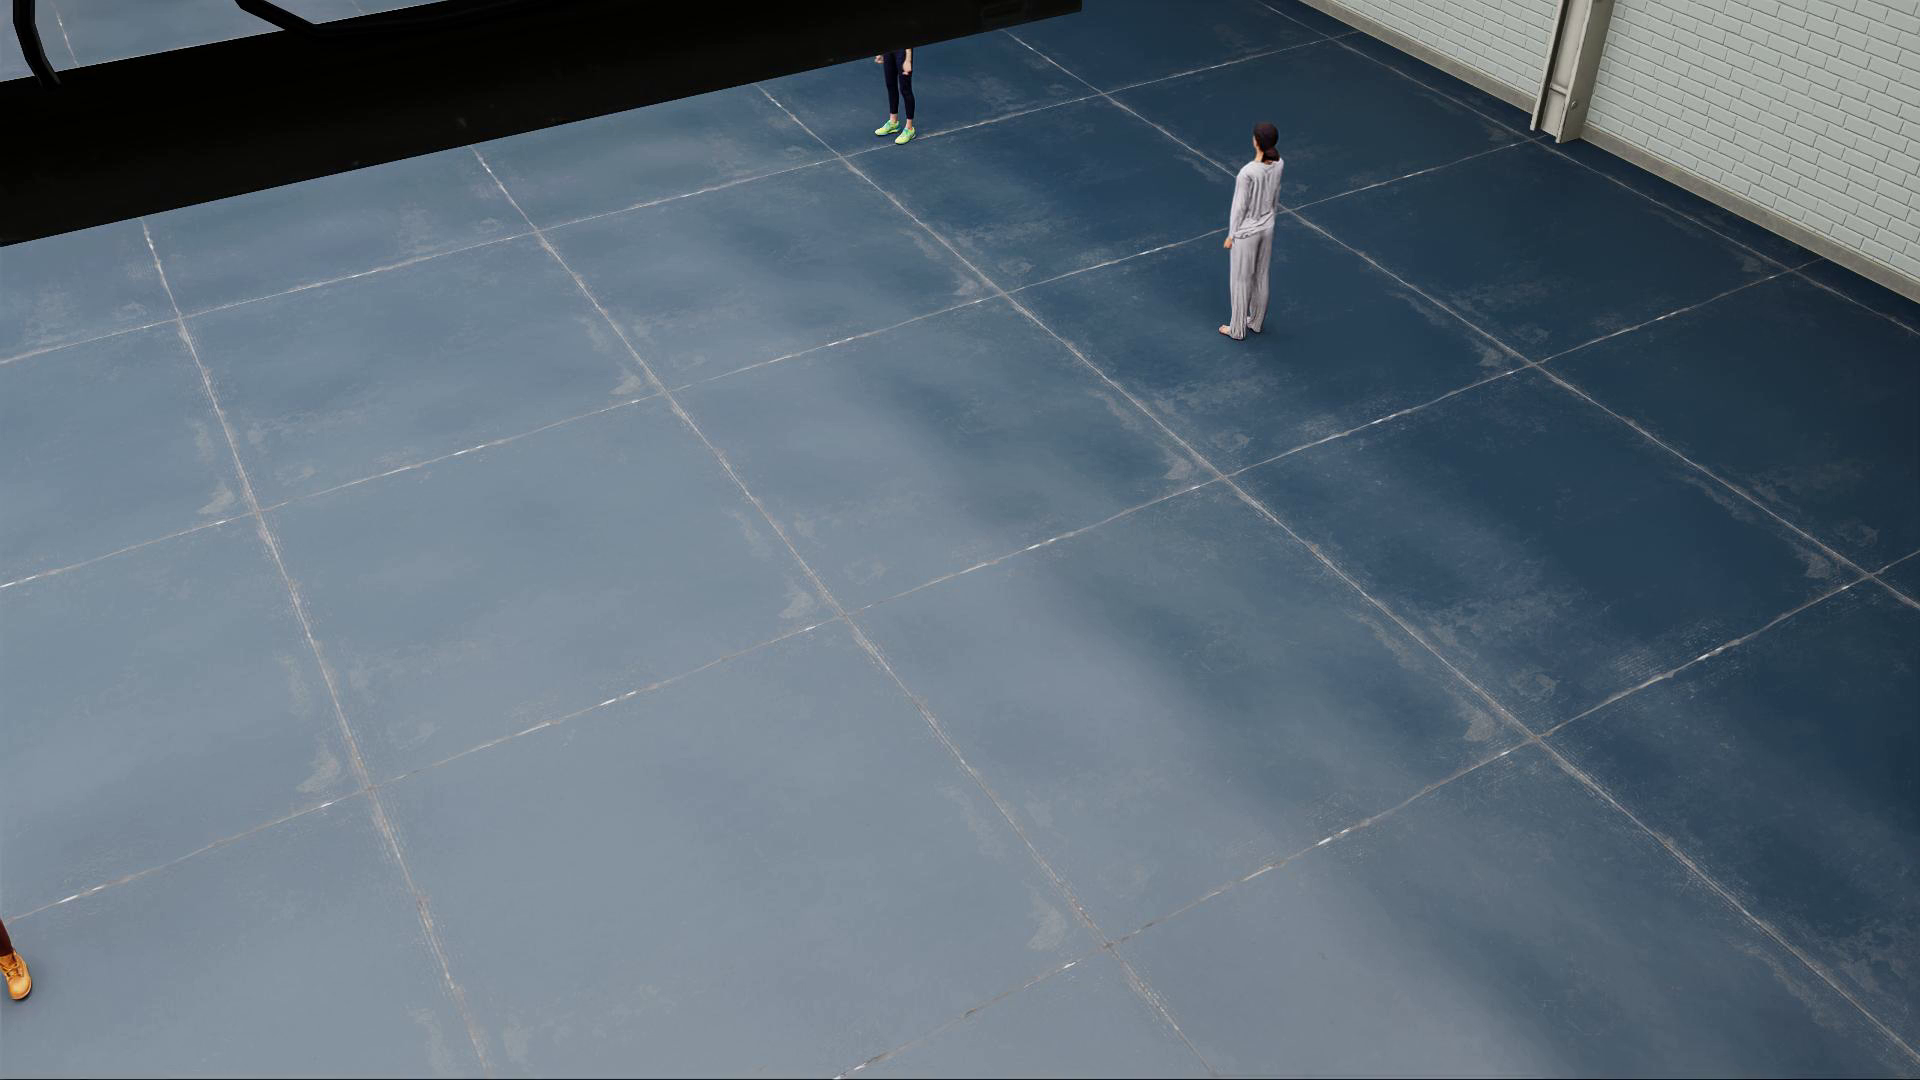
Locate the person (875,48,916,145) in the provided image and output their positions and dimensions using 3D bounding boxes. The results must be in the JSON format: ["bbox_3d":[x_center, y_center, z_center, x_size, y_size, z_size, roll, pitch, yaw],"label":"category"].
[{"bbox_3d":[-0.591,-4.612,15.697,0.555,1.702,0.719,31,48,33],"label":"person"}]

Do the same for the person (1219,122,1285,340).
[{"bbox_3d":[2.257,-2.367,12.770,0.601,1.774,0.533,-22,43,-25],"label":"person"}]
